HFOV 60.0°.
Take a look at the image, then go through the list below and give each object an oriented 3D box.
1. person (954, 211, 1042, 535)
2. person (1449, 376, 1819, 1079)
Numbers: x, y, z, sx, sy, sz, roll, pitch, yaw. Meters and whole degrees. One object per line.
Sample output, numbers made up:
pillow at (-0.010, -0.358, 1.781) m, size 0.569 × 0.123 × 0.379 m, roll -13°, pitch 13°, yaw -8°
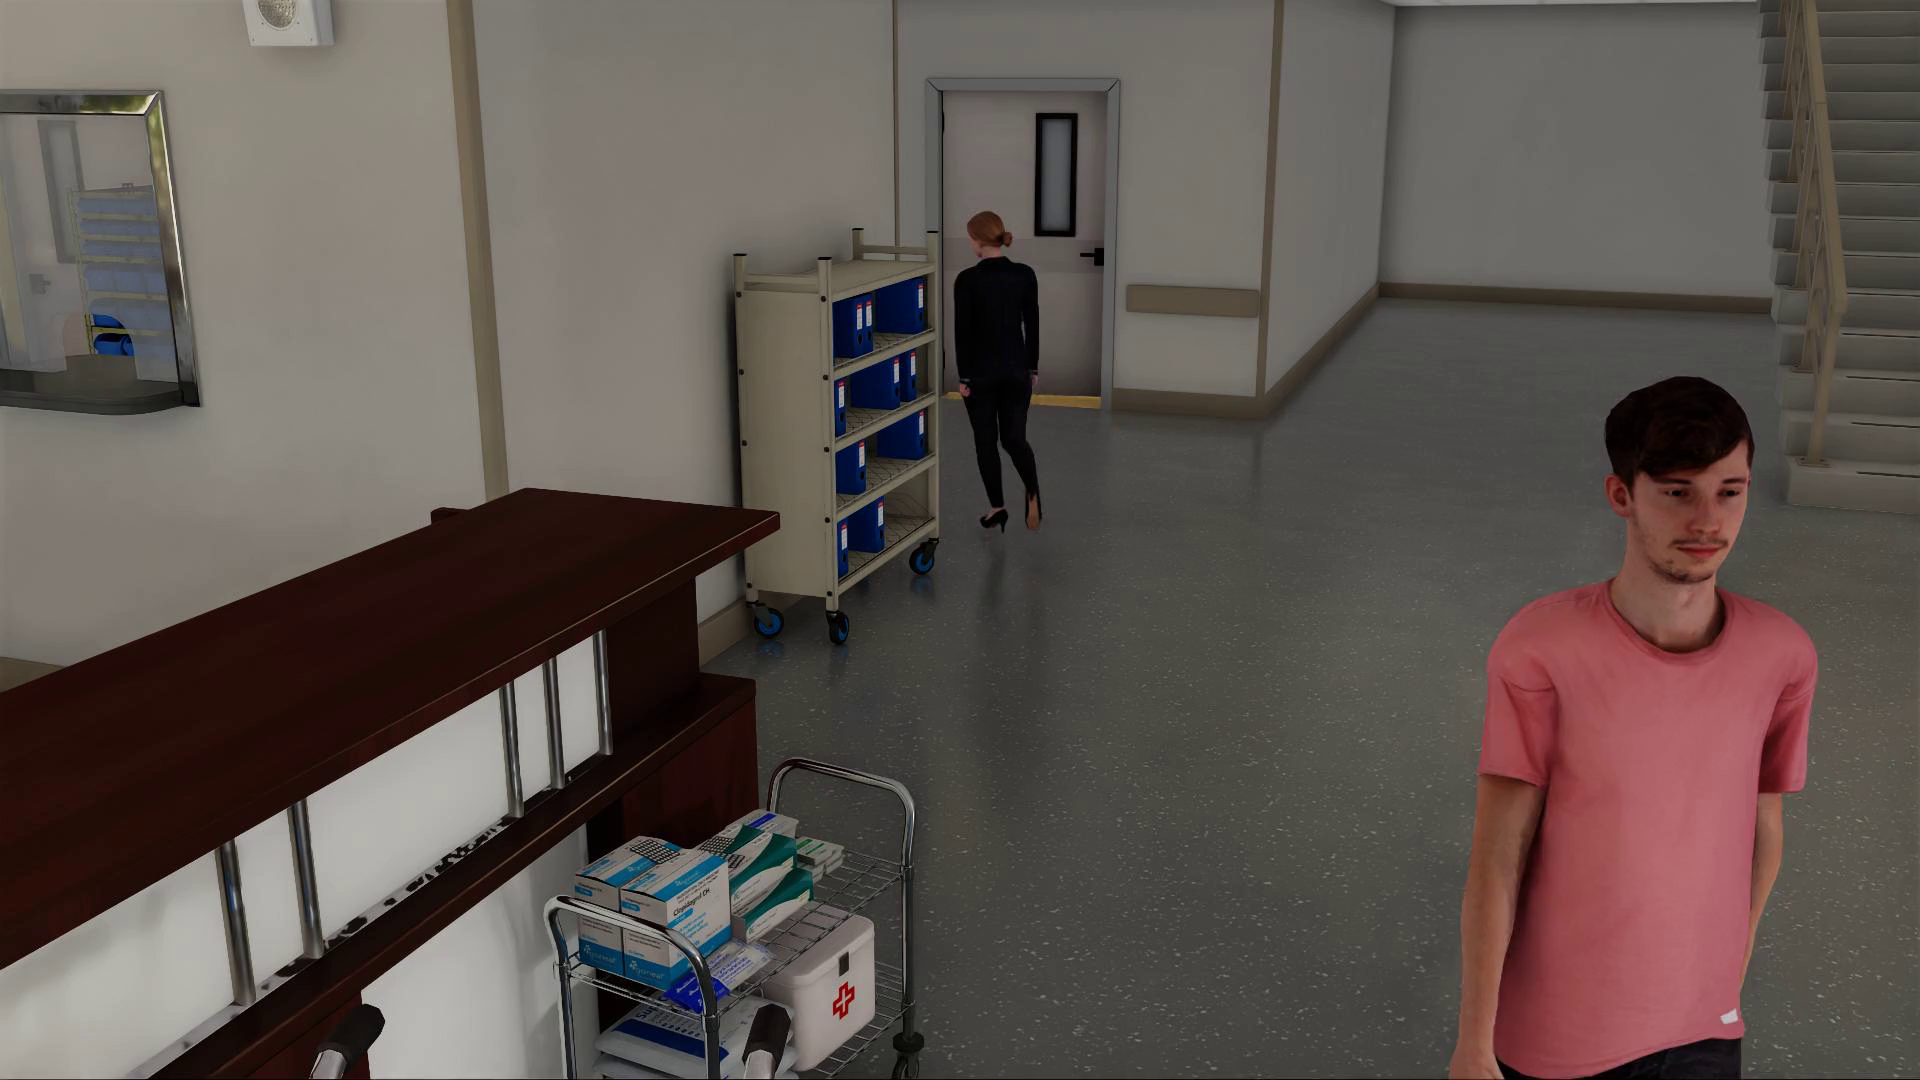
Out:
person at (0.211, -0.783, 8.352) m, size 0.937 × 1.661 × 1.027 m, roll -5°, pitch 17°, yaw -17°
person at (0.962, 0.711, 2.596) m, size 0.898 × 1.908 × 1.311 m, roll 1°, pitch 16°, yaw 4°
